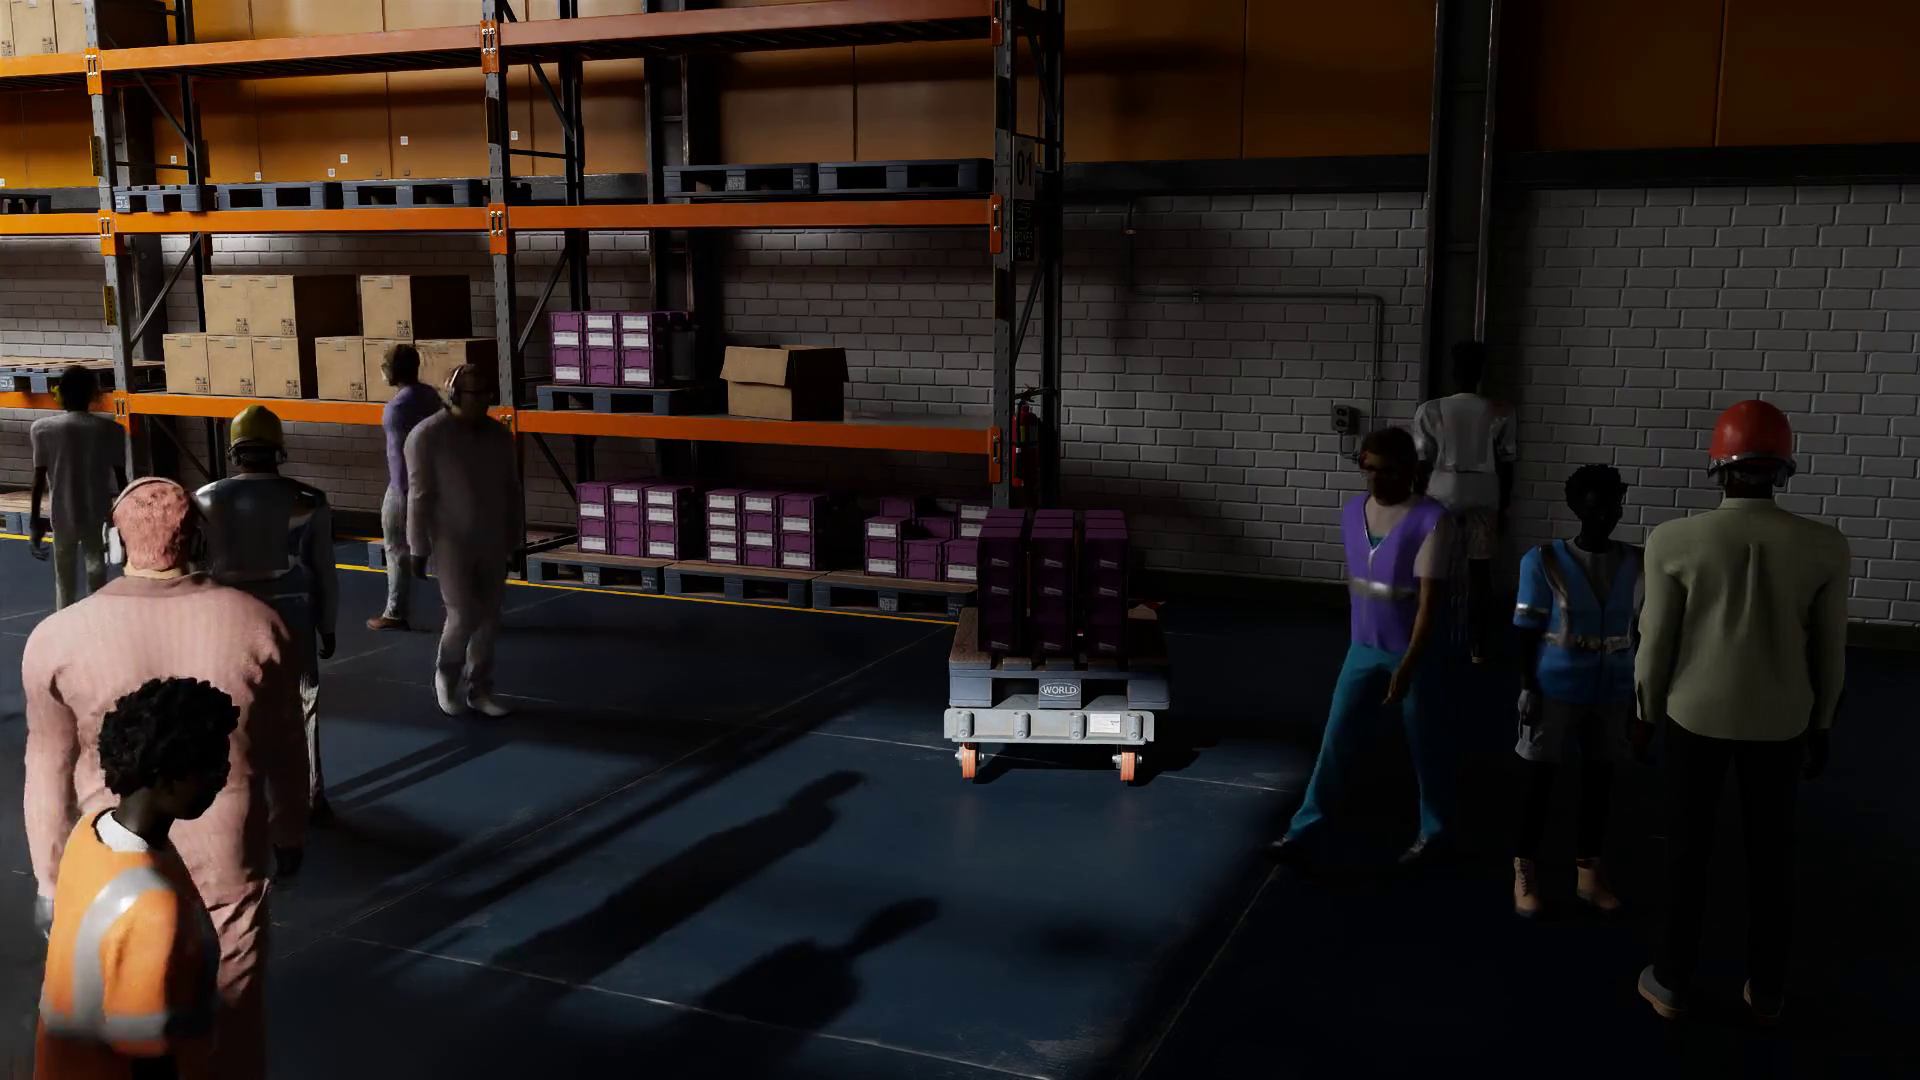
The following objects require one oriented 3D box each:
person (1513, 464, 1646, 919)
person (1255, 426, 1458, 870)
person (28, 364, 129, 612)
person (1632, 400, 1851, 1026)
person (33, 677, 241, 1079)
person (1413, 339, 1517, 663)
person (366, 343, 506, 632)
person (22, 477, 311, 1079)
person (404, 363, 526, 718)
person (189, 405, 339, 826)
[{"bbox_3d":[2.299,0.558,6.155,0.530,1.697,0.322,0,9,-3],"label":"person"},{"bbox_3d":[1.641,0.453,6.510,0.925,1.789,0.567,-7,12,-36],"label":"person"},{"bbox_3d":[-5.102,-0.094,9.634,0.557,1.833,0.754,-6,11,-34],"label":"person"},{"bbox_3d":[2.454,0.555,5.276,0.612,1.997,0.375,2,10,14],"label":"person"},{"bbox_3d":[-1.613,1.079,3.104,0.592,1.664,0.581,-7,12,-35],"label":"person"},{"bbox_3d":[3.029,-0.226,10.050,0.607,1.965,0.366,2,10,9],"label":"person"},{"bbox_3d":[-3.472,-0.327,10.829,0.867,1.916,0.631,2,10,13],"label":"person"},{"bbox_3d":[-2.029,0.775,4.300,0.672,1.880,0.695,-6,11,-32],"label":"person"},{"bbox_3d":[-2.567,0.017,8.779,0.431,1.894,0.655,8,12,38],"label":"person"},{"bbox_3d":[-2.963,0.337,7.120,0.586,1.824,0.404,-3,10,-17],"label":"person"}]
